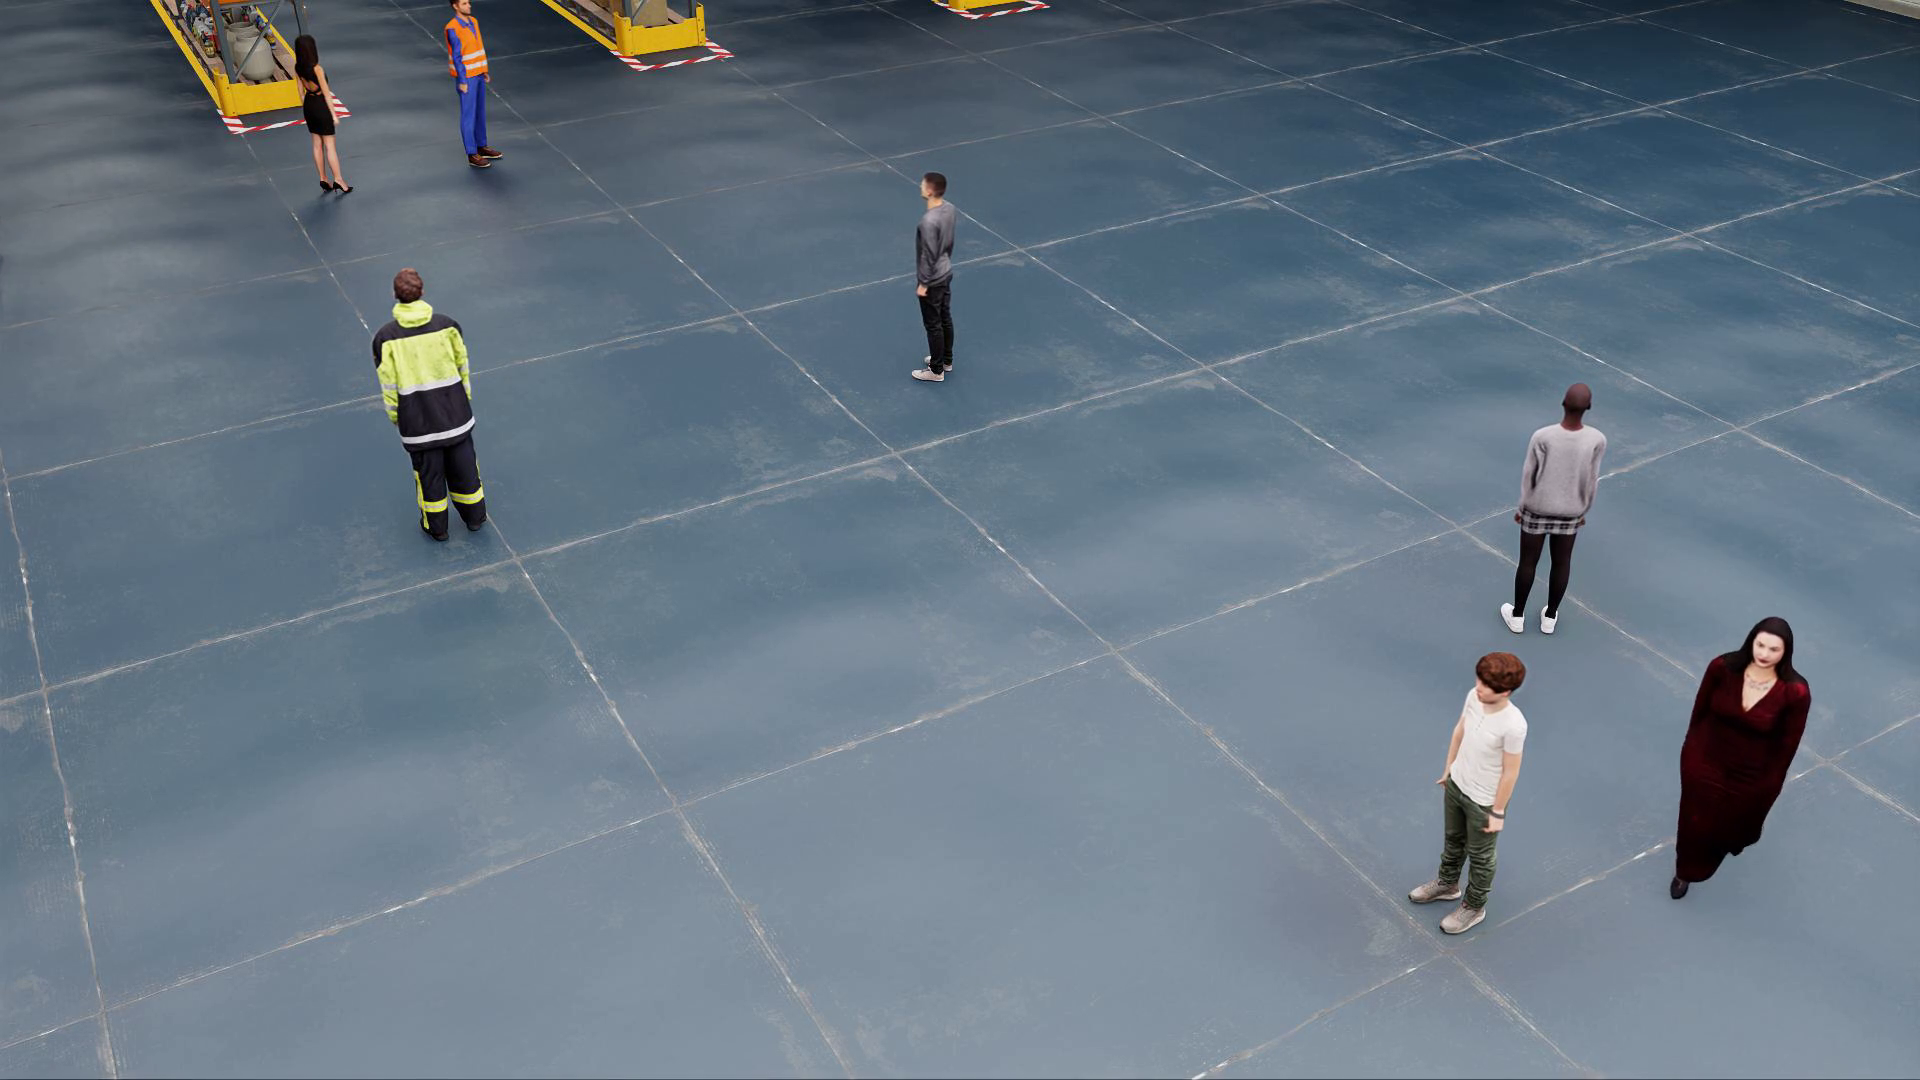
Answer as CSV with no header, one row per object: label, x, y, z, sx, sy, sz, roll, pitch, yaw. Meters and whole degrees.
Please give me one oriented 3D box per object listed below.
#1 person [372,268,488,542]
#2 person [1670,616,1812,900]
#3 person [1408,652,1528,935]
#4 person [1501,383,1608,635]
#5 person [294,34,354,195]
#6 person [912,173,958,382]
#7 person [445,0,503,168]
person,-3.640,-0.929,11.430,0.759,1.983,0.620,-18,37,-26
person,3.956,1.080,8.464,0.837,1.749,0.870,23,39,32
person,2.585,1.246,8.290,0.664,1.654,0.494,-13,35,-20
person,3.736,-0.192,10.459,0.697,1.772,0.729,4,32,6
person,-6.661,-4.411,17.261,0.595,1.650,0.693,14,35,21
person,-0.198,-2.152,13.577,0.725,1.761,0.703,14,35,21
person,-5.310,-5.018,18.023,0.840,1.863,0.785,9,33,14
